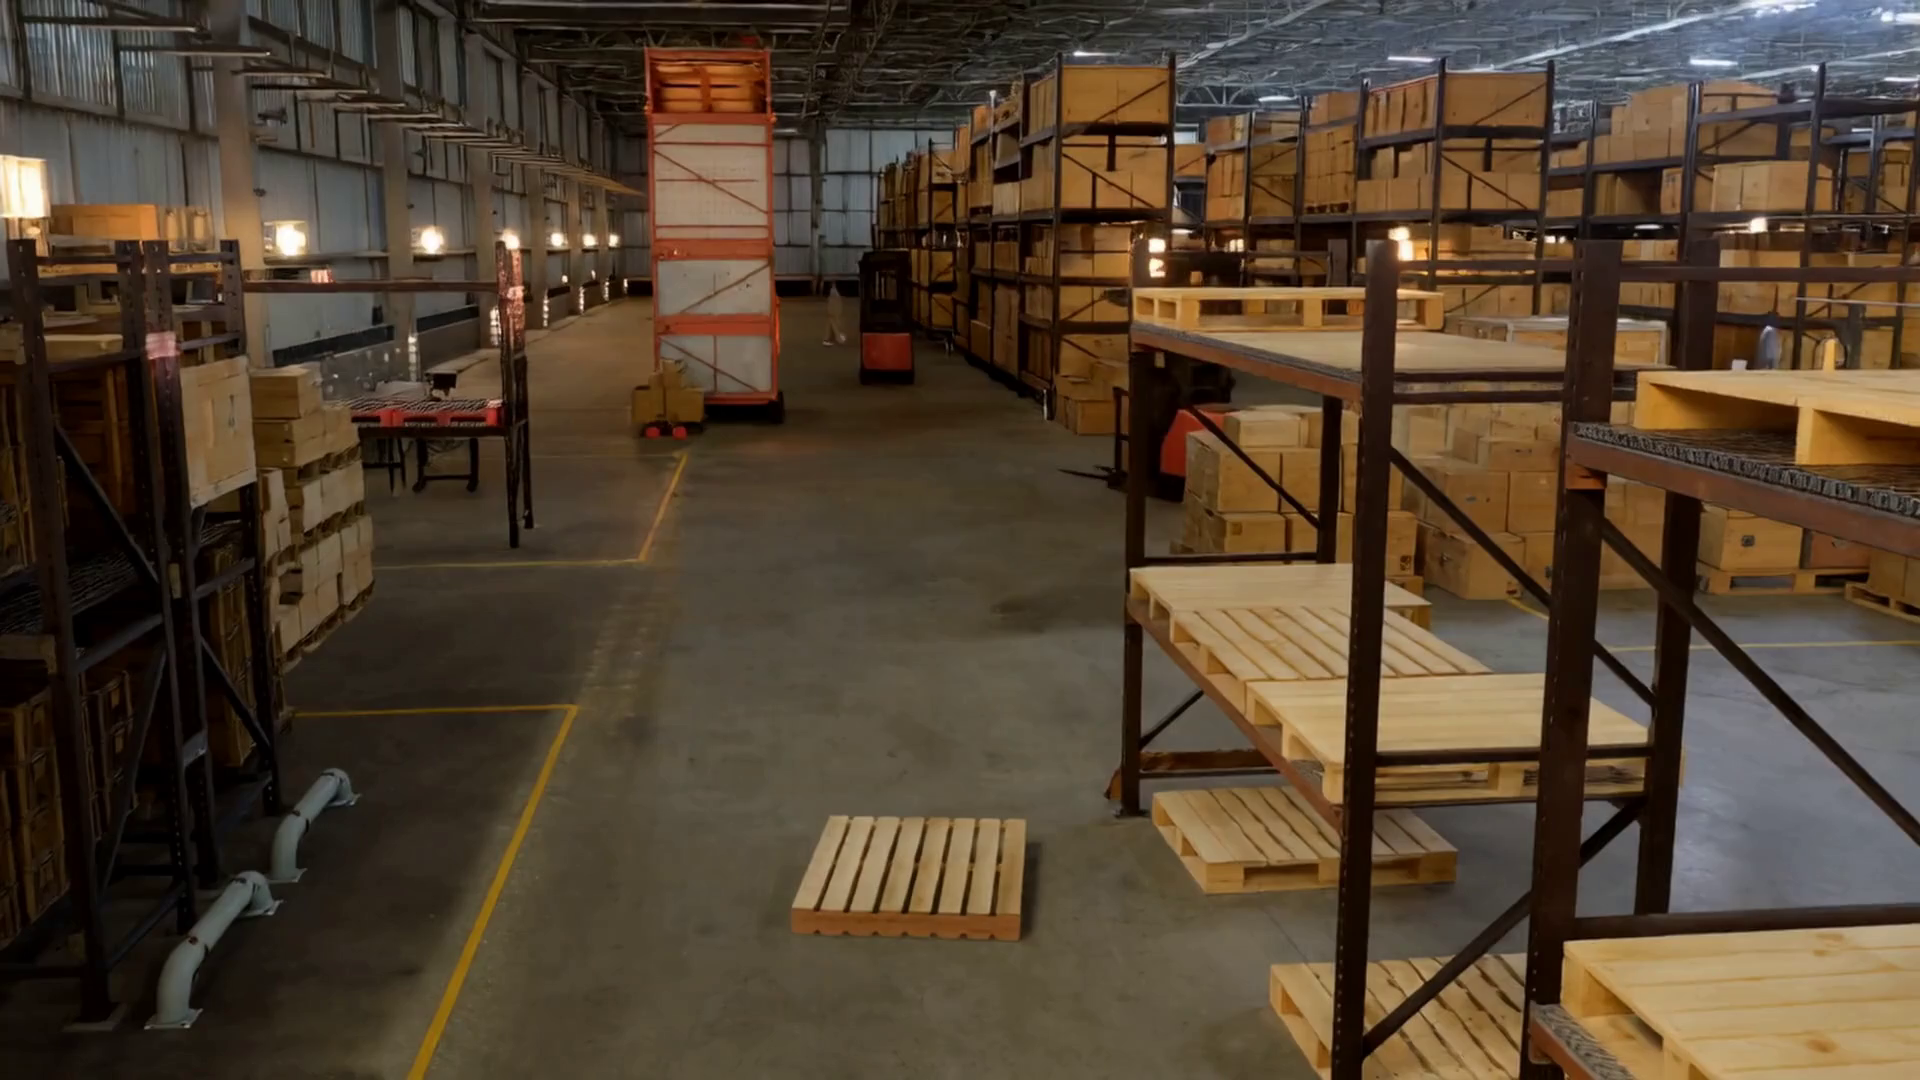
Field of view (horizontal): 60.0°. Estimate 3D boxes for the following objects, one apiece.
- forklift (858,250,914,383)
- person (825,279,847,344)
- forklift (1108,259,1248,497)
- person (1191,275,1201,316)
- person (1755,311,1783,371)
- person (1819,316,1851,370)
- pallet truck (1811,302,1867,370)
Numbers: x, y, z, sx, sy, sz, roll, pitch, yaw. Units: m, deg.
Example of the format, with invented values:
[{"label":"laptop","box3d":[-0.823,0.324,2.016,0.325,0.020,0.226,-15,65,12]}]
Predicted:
[{"label":"forklift","box3d":[-1.585,-4.796,35.508,1.129,2.768,1.873,-1,10,-6]},{"label":"person","box3d":[-3.635,-6.629,48.395,0.543,1.893,0.666,-1,10,-4]},{"label":"forklift","box3d":[2.819,-1.917,19.557,1.129,2.768,1.873,-8,13,-39]},{"label":"person","box3d":[6.945,-6.914,49.716,1.062,1.980,0.627,-1,10,-4]},{"label":"person","box3d":[13.957,-2.994,28.497,0.761,1.816,0.639,4,11,22]},{"label":"person","box3d":[13.023,-2.378,24.808,0.587,1.911,0.397,-9,14,-42]},{"label":"pallet truck","box3d":[15.846,-3.142,28.793,1.885,1.965,0.823,2,10,12]}]
